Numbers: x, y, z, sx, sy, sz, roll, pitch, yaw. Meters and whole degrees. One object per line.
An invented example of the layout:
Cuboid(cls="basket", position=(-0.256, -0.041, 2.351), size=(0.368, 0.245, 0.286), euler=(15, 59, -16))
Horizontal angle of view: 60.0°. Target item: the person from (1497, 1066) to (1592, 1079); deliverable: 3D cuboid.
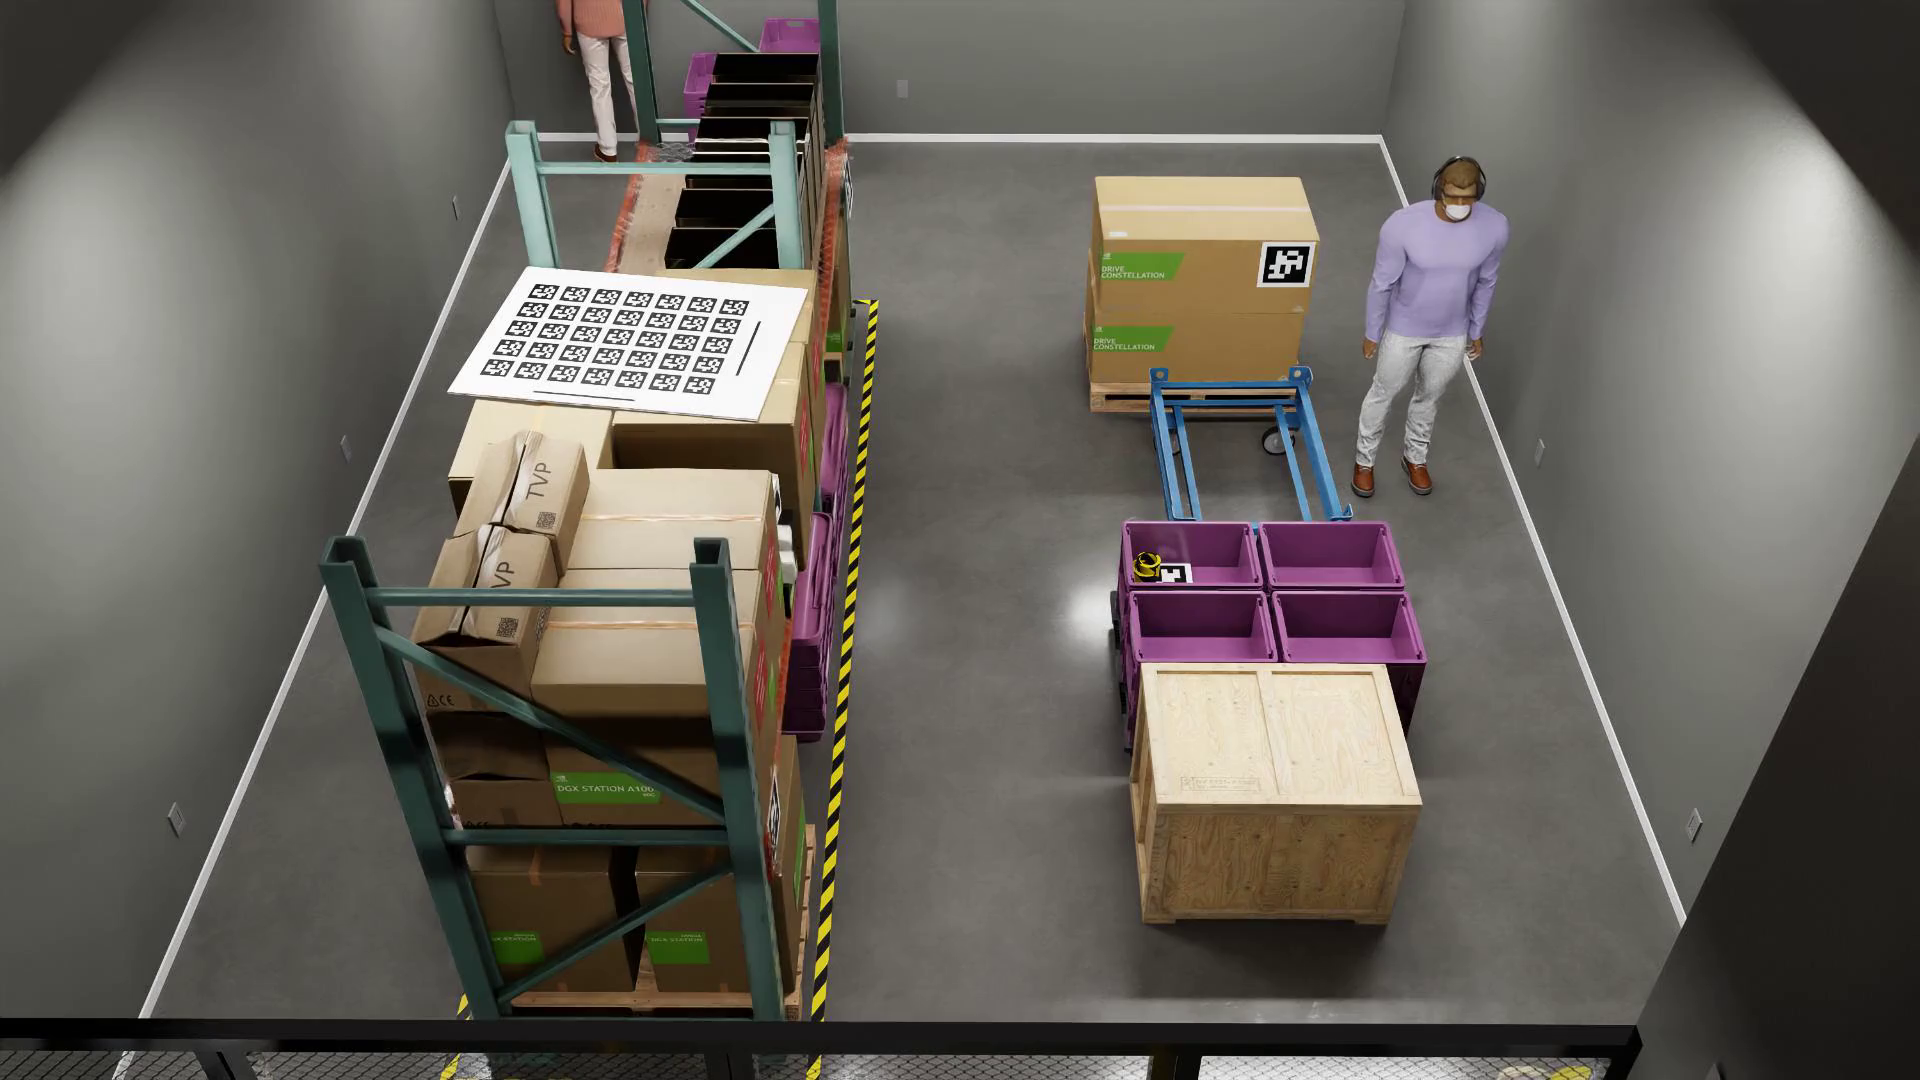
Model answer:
Cuboid(cls="person", position=(1.616, 2.070, 4.832), size=(0.404, 1.830, 0.602), euler=(5, 42, 6))

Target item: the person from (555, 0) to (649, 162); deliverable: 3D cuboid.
Cuboid(cls="person", position=(-2.347, -3.426, 10.978), size=(0.610, 1.996, 0.386), euler=(-15, 43, -16))

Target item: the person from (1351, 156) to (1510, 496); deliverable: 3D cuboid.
Cuboid(cls="person", position=(2.325, -1.055, 8.316), size=(0.635, 1.937, 0.353), euler=(-1, 41, -2))
